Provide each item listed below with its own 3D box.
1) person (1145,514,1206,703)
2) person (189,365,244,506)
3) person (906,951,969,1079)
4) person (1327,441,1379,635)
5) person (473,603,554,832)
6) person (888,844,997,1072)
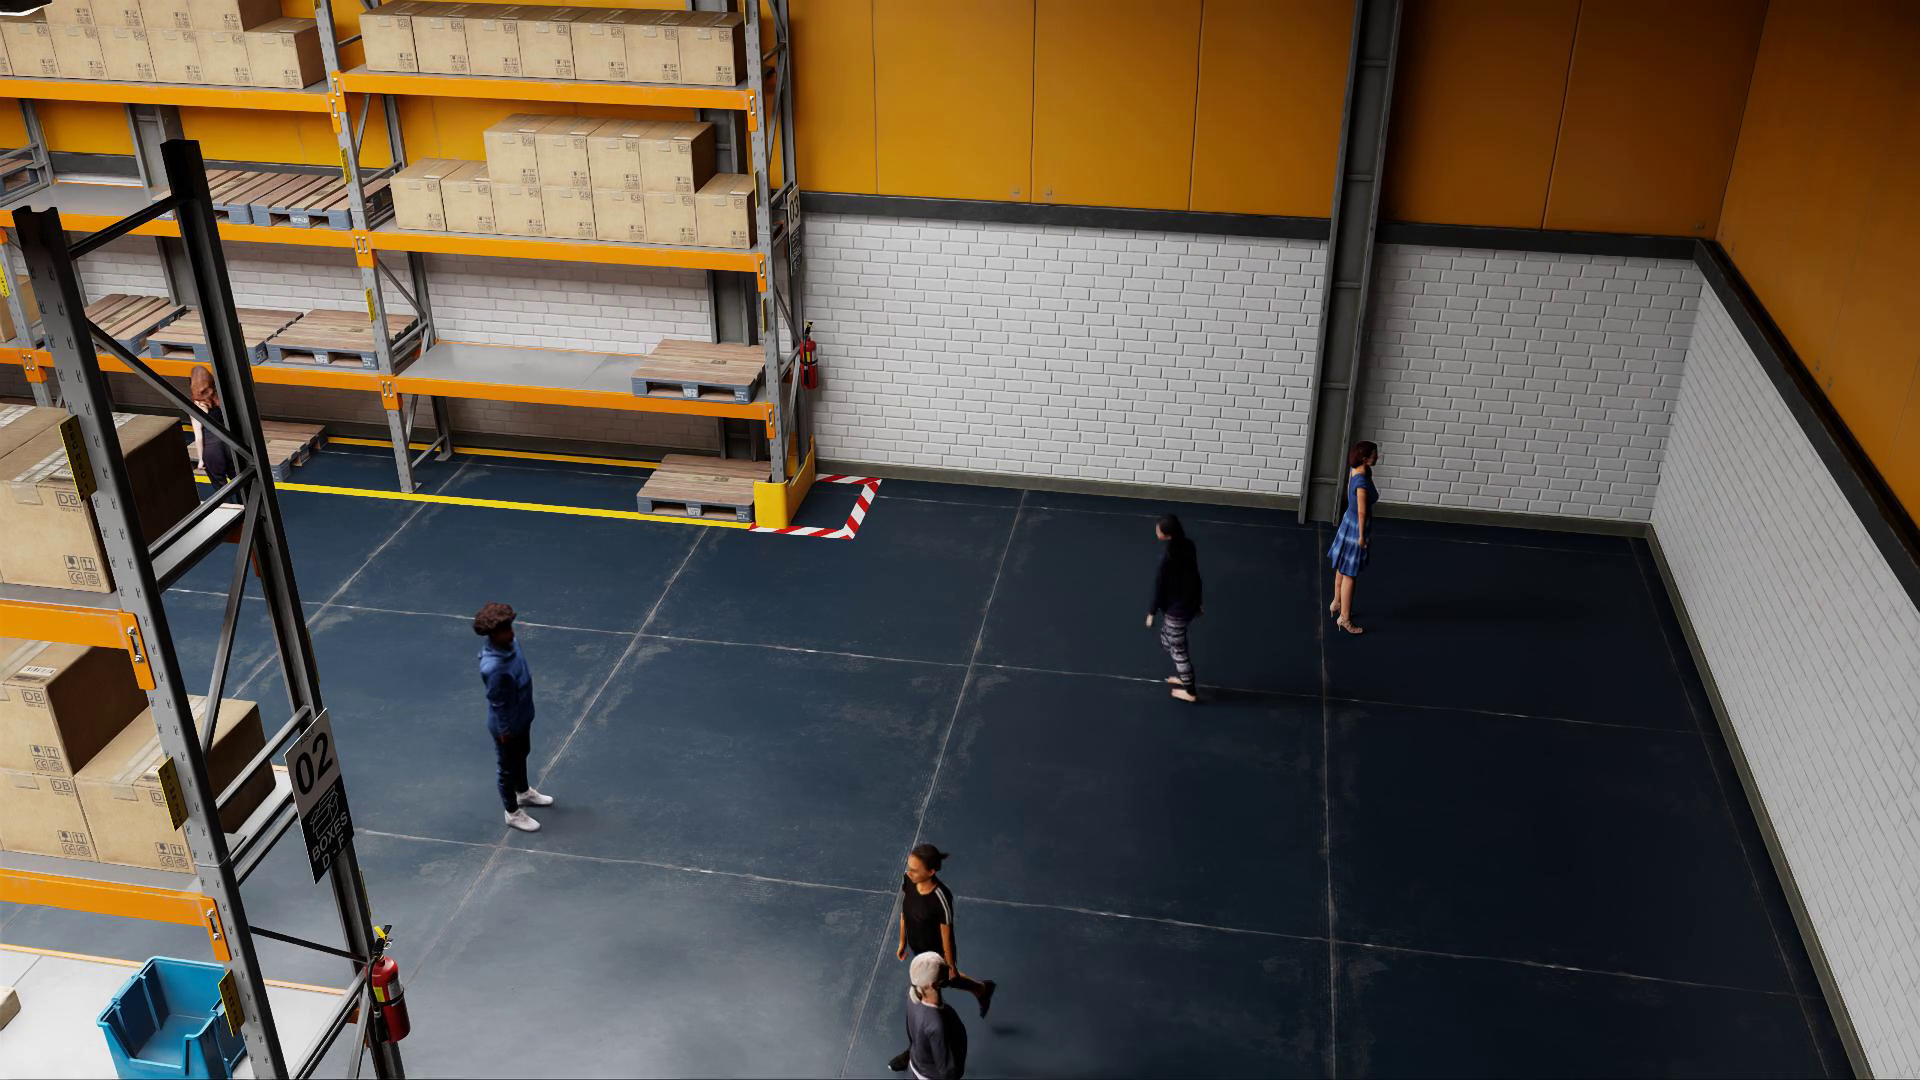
[{"bbox_3d":[1.836,0.572,13.519,0.755,1.692,0.801,-23,36,-35],"label":"person"},{"bbox_3d":[-7.176,-0.873,16.110,0.642,1.746,0.648,18,34,30],"label":"person"},{"bbox_3d":[-0.147,2.936,9.152,0.709,1.724,0.681,-13,31,-23],"label":"person"},{"bbox_3d":[3.458,-0.041,14.523,0.628,1.806,0.706,0,29,0],"label":"person"},{"bbox_3d":[-3.284,1.261,12.131,0.570,1.811,0.675,3,29,6],"label":"person"},{"bbox_3d":[-0.098,2.462,10.114,1.097,1.634,0.982,-16,32,-27],"label":"person"}]
